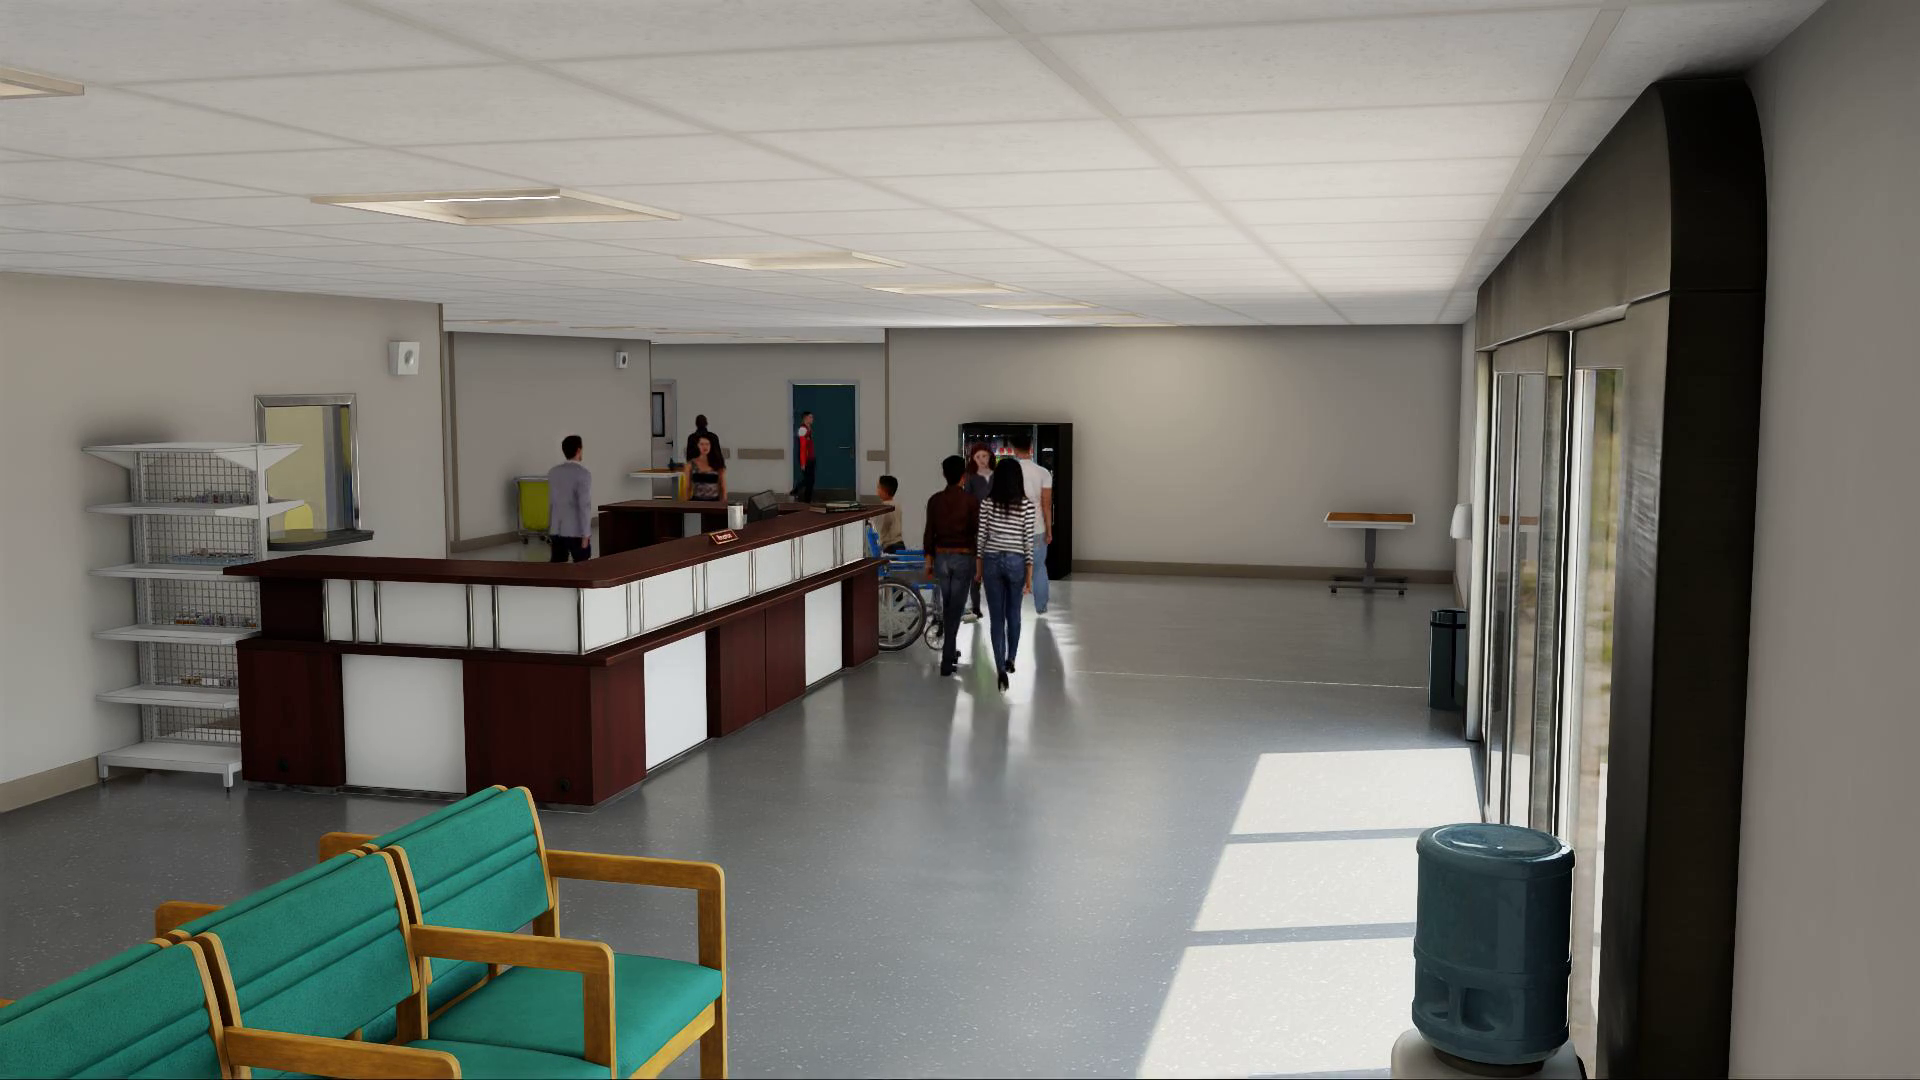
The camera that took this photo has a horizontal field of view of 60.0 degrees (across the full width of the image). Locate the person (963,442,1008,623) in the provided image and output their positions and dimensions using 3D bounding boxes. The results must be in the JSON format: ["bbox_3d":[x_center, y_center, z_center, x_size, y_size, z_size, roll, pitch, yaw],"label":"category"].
[{"bbox_3d":[0.180,-0.053,16.202,1.084,1.730,1.034,-2,6,-19],"label":"person"}]

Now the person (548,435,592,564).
[{"bbox_3d":[-3.798,-0.070,15.896,1.027,1.825,0.845,3,7,29],"label":"person"}]

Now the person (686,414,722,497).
[{"bbox_3d":[-3.839,-0.976,24.900,0.758,1.823,0.853,-2,6,-23],"label":"person"}]

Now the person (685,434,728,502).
[{"bbox_3d":[-2.864,-0.313,18.637,0.776,1.759,0.833,-1,6,-14],"label":"person"}]

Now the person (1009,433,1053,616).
[{"bbox_3d":[0.624,-0.104,16.258,1.074,1.819,0.907,1,6,7],"label":"person"}]

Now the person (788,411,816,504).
[{"bbox_3d":[-2.807,-1.415,29.641,0.755,1.749,0.633,2,6,16],"label":"person"}]

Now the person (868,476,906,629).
[{"bbox_3d":[-0.594,0.118,15.875,0.559,1.454,0.551,2,6,21],"label":"person"}]

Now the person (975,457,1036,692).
[{"bbox_3d":[0.322,0.306,12.526,1.122,1.733,0.834,0,6,4],"label":"person"}]

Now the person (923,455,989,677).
[{"bbox_3d":[-0.069,0.226,13.336,0.899,1.748,0.769,2,6,21],"label":"person"}]
